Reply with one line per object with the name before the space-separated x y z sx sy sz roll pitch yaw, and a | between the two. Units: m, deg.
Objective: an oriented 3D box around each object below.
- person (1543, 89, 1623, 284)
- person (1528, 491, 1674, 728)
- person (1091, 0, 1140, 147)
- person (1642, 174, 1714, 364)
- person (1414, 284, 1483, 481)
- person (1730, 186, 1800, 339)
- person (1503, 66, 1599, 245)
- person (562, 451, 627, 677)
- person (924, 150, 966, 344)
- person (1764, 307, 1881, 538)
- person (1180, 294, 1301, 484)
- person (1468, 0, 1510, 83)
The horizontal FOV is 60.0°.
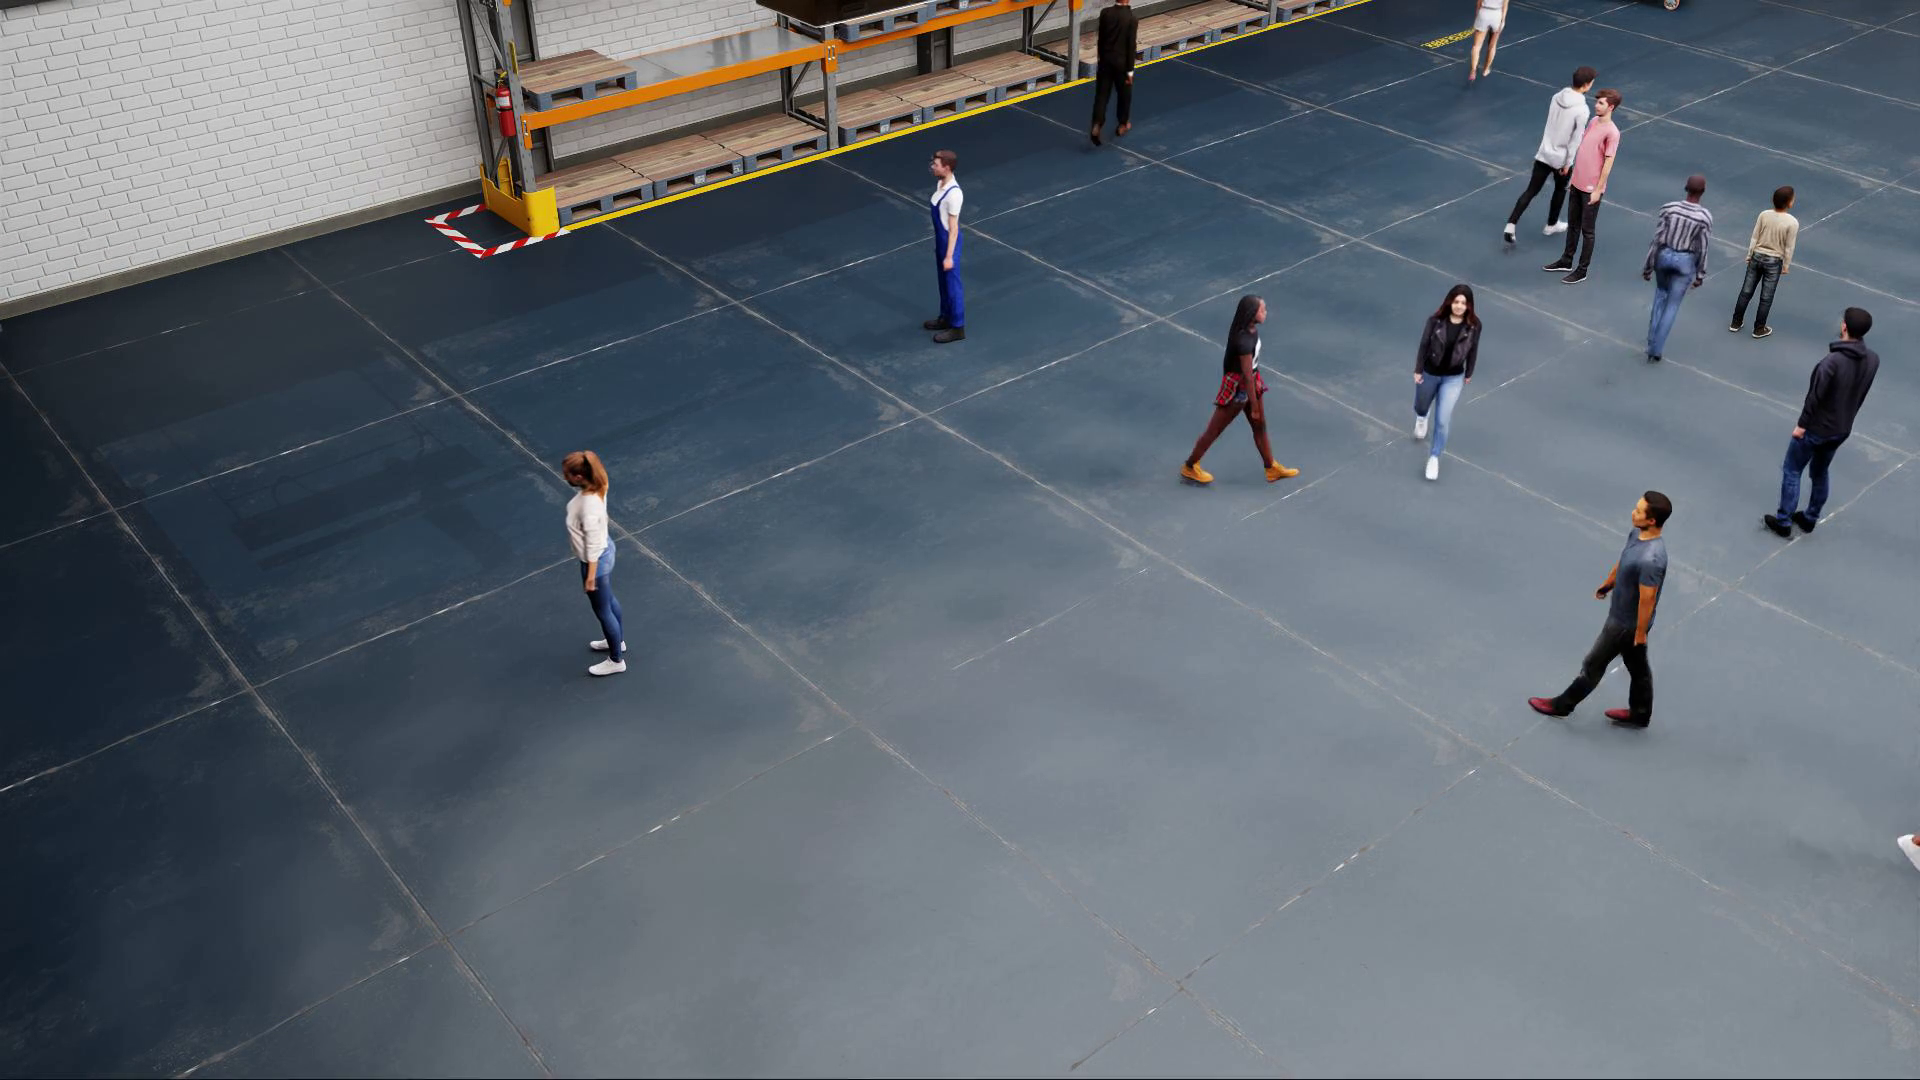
person | 6.299 -3.551 16.627 0.676 1.959 0.694 -10 35 -15
person | 4.412 0.497 10.698 1.031 1.779 1.078 12 35 17
person | 1.807 -5.636 19.844 1.079 1.869 1.354 14 36 19
person | 6.446 -2.416 15.086 0.752 1.774 0.767 24 41 32
person | 3.946 -1.371 13.666 0.993 1.605 1.169 10 35 14
person | 7.605 -2.630 15.688 0.559 1.464 0.515 29 43 36
person | 6.126 -3.963 17.318 1.249 1.880 0.733 -25 41 -33
person | -2.462 0.136 11.284 0.706 1.733 0.690 -4 34 -5
person | -0.111 -2.761 15.537 0.716 1.850 0.715 -8 34 -12
person | 6.600 -0.864 12.655 0.668 1.879 0.822 -10 35 -15
person | 2.132 -1.146 13.264 1.175 1.675 1.172 5 34 8
person | 6.947 -6.817 21.878 0.865 1.585 1.040 12 35 17
